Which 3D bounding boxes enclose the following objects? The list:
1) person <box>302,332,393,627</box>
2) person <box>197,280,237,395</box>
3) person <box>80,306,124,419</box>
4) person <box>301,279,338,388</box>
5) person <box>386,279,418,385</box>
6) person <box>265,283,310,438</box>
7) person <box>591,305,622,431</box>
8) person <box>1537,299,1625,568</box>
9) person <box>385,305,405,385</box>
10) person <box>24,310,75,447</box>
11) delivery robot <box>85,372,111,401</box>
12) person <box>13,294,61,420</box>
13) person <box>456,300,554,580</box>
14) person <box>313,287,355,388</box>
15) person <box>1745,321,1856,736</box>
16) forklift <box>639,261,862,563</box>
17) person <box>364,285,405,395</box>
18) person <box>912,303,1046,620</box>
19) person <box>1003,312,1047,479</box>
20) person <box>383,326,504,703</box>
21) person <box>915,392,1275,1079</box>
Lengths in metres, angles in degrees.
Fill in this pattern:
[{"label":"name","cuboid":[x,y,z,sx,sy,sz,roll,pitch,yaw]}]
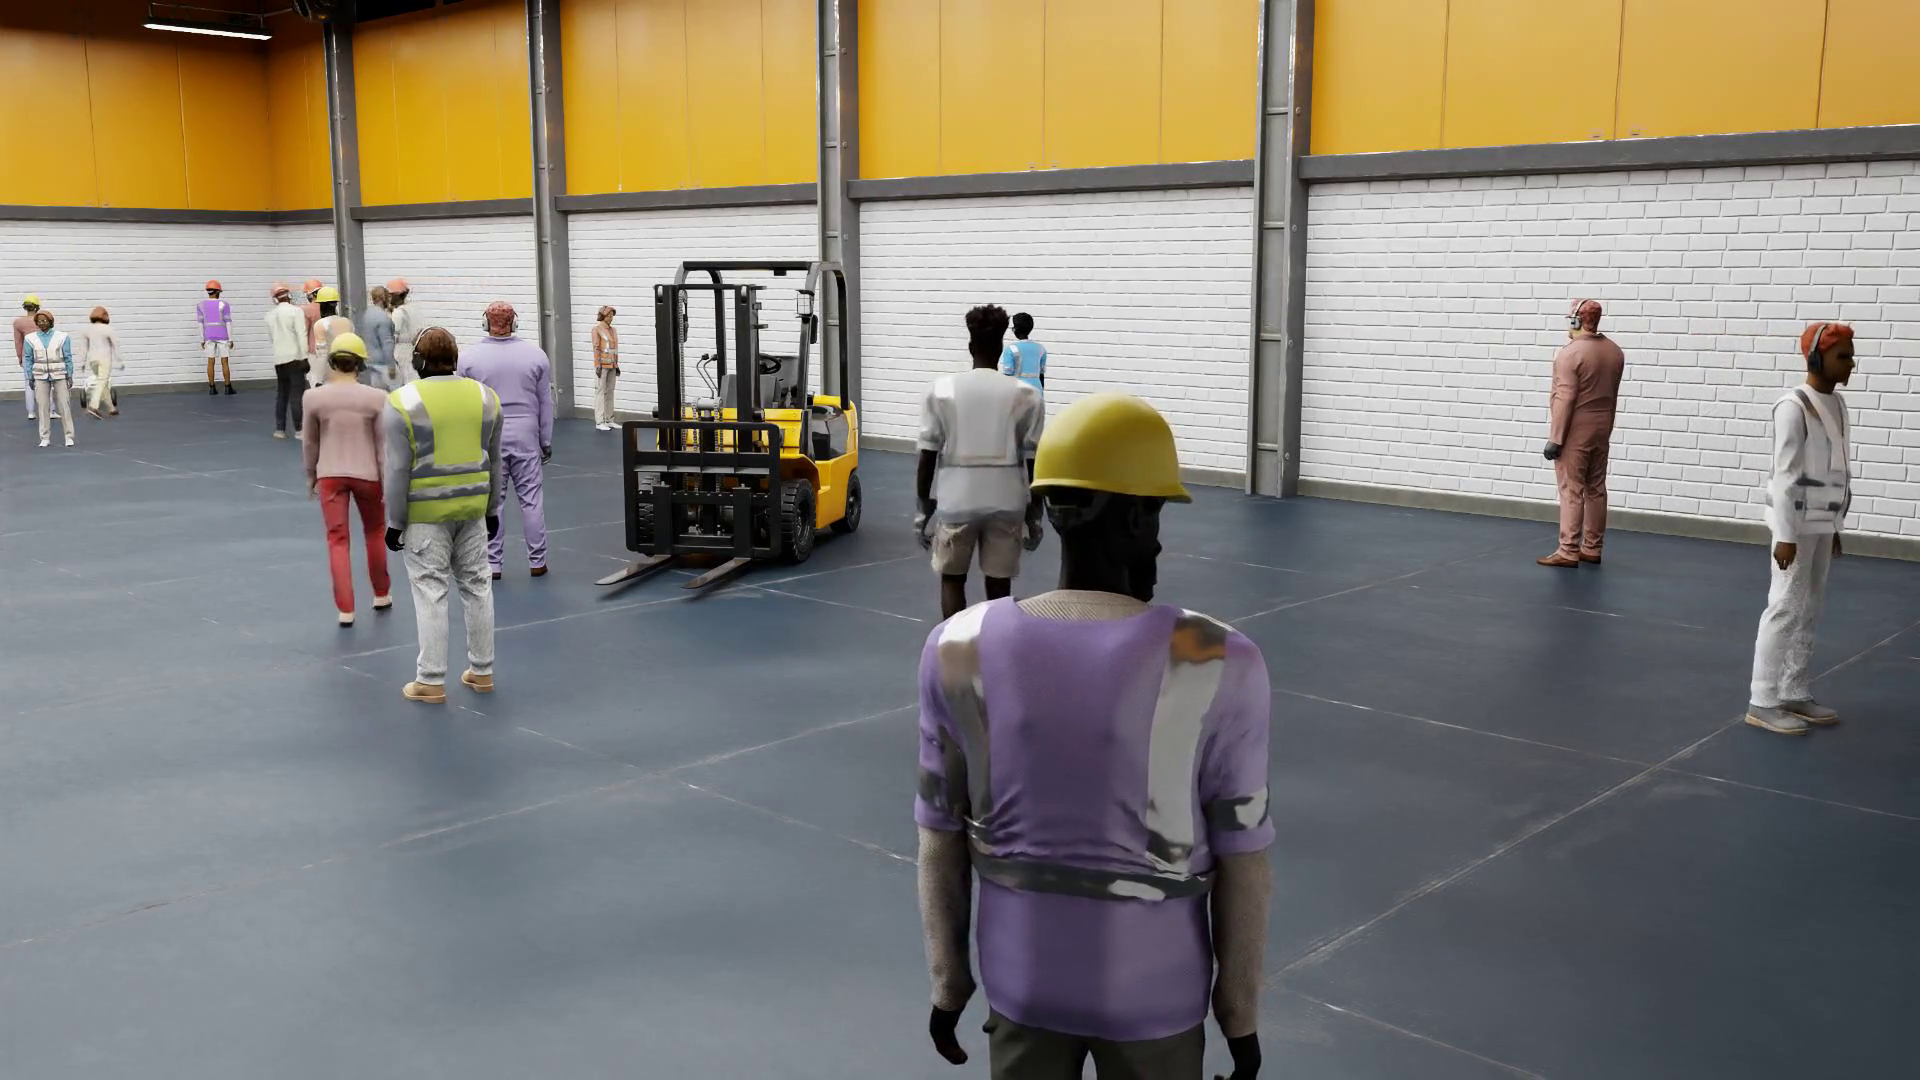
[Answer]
[{"label":"person","cuboid":[-3.688,-0.378,10.078,0.535,1.734,0.798,-2,10,-15]},{"label":"person","cuboid":[-12.524,-3.403,28.021,0.542,1.928,0.374,-1,9,-7]},{"label":"person","cuboid":[-12.246,-2.520,23.649,0.539,1.594,0.836,1,9,5]},{"label":"person","cuboid":[-8.672,-2.530,22.500,0.407,1.987,0.614,6,11,31]},{"label":"person","cuboid":[-7.149,-2.312,21.144,1.048,1.985,0.612,-1,9,-8]},{"label":"person","cuboid":[-8.367,-2.238,20.857,0.749,1.948,0.388,4,10,25]},{"label":"person","cuboid":[-4.668,-2.268,21.946,0.309,1.640,0.513,3,10,20]},{"label":"person","cuboid":[4.399,-0.754,11.848,0.638,1.909,0.406,-6,11,-32]},{"label":"person","cuboid":[-8.123,-2.643,23.720,0.518,1.826,0.744,-6,11,-31]},{"label":"person","cuboid":[-10.855,-1.921,19.852,0.505,1.632,0.310,-3,10,-19]},{"label":"delivery robot","cuboid":[-13.352,-2.394,25.750,0.477,0.478,0.707,-4,10,-25]},{"label":"person","cuboid":[-13.018,-2.576,23.447,0.522,1.769,0.311,-2,9,-9]},{"label":"person","cuboid":[-3.108,-0.680,11.389,0.638,1.910,0.407,-4,10,-22]},{"label":"person","cuboid":[-6.846,-1.795,18.166,0.371,1.925,0.595,3,10,16]},{"label":"person","cuboid":[3.894,-0.057,7.654,0.584,1.878,0.337,-9,13,-42]},{"label":"forklift","cuboid":[-1.552,-1.040,12.721,1.214,2.155,2.313,2,9,11]},{"label":"person","cuboid":[-7.006,-2.155,20.400,0.521,1.926,0.638,-8,12,-39]},{"label":"person","cuboid":[0.095,-0.158,8.029,0.661,1.956,0.431,0,9,-2]},{"label":"person","cuboid":[0.638,-1.420,16.585,0.534,1.692,0.320,-7,11,-35]},{"label":"person","cuboid":[-2.548,-0.125,8.191,0.429,1.843,0.633,9,13,42]},{"label":"person","cuboid":[0.221,0.720,2.762,0.587,1.922,0.383,3,10,20]}]
